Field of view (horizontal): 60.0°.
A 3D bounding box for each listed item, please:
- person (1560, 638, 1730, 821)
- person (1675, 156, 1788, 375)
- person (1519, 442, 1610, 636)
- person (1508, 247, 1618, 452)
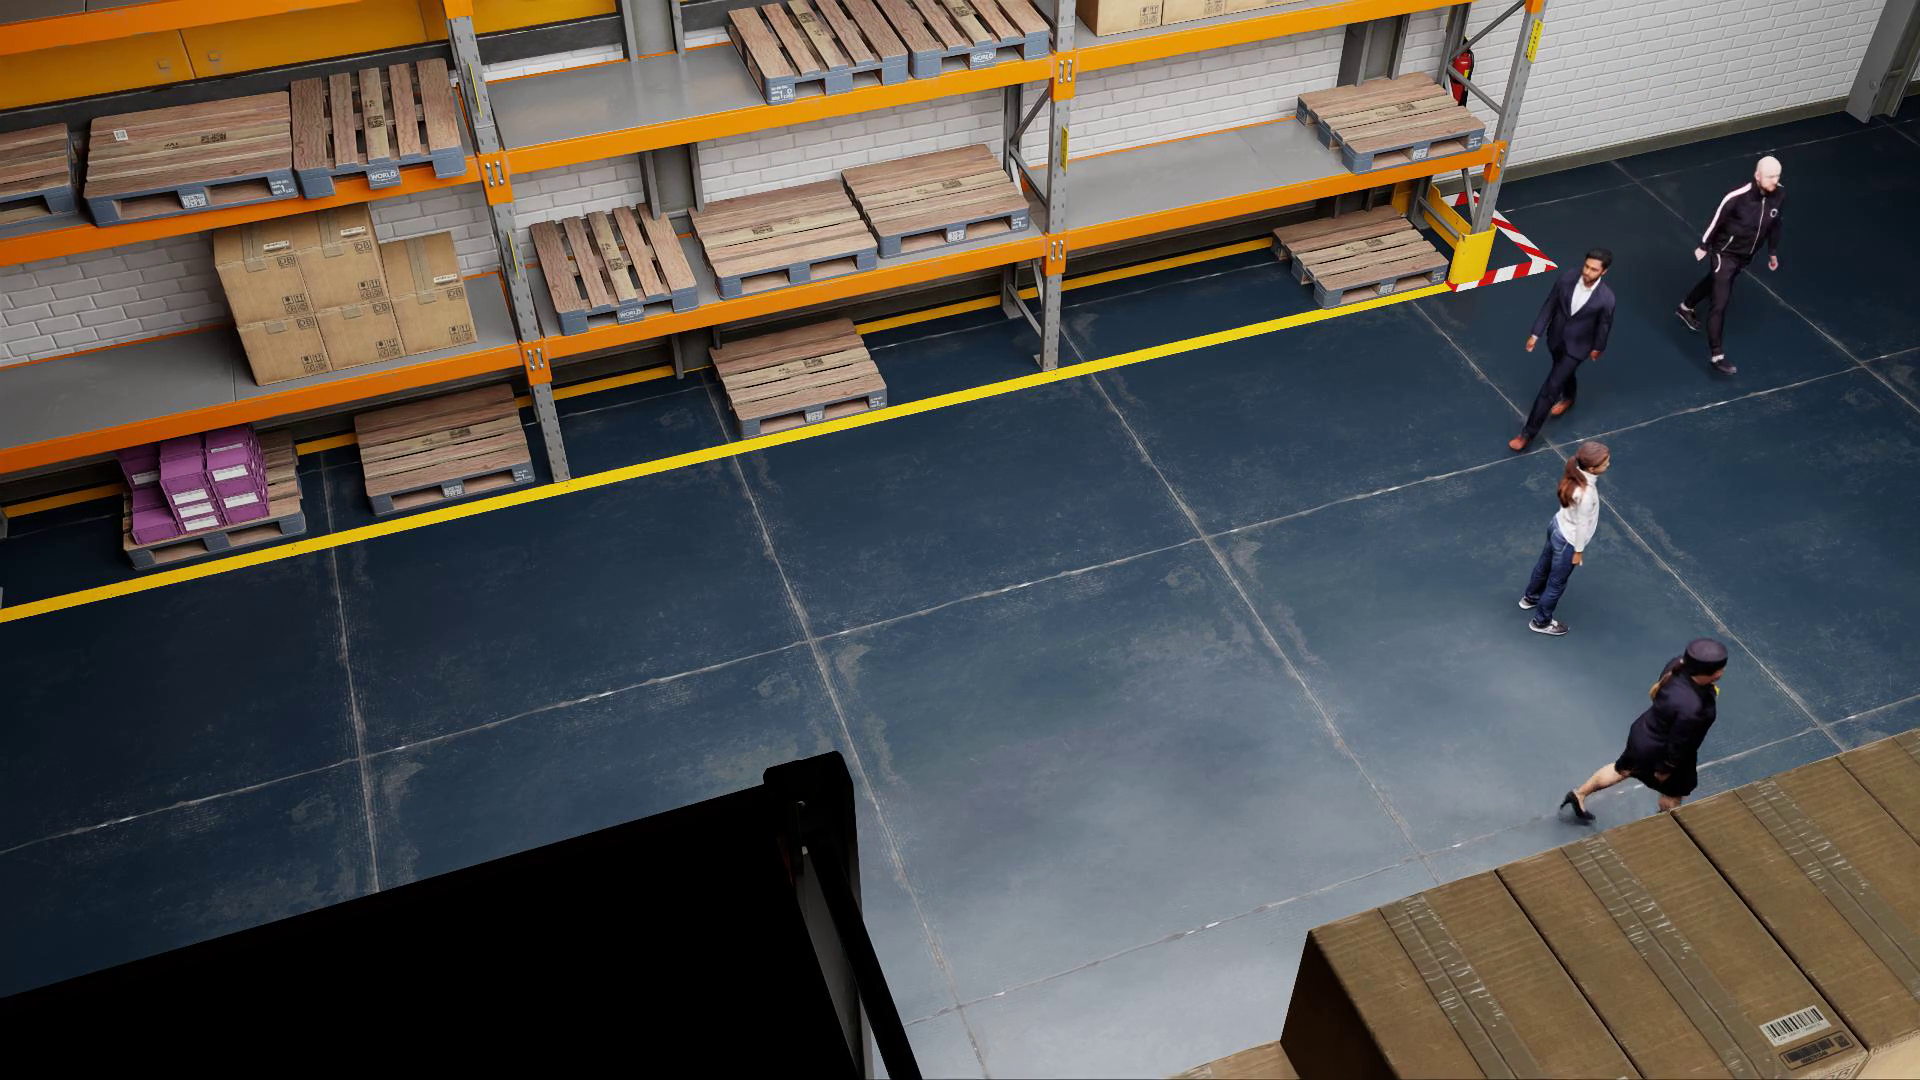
[{"bbox_3d":[4.027,1.179,9.728,1.176,1.640,1.015,7,44,7],"label":"person"},{"bbox_3d":[6.109,-2.323,13.306,1.179,1.773,0.779,-12,45,-12],"label":"person"},{"bbox_3d":[4.029,-0.038,11.063,0.613,1.559,0.593,-1,44,-1],"label":"person"},{"bbox_3d":[4.635,-1.516,12.539,1.278,1.664,0.918,-30,51,-28],"label":"person"}]
